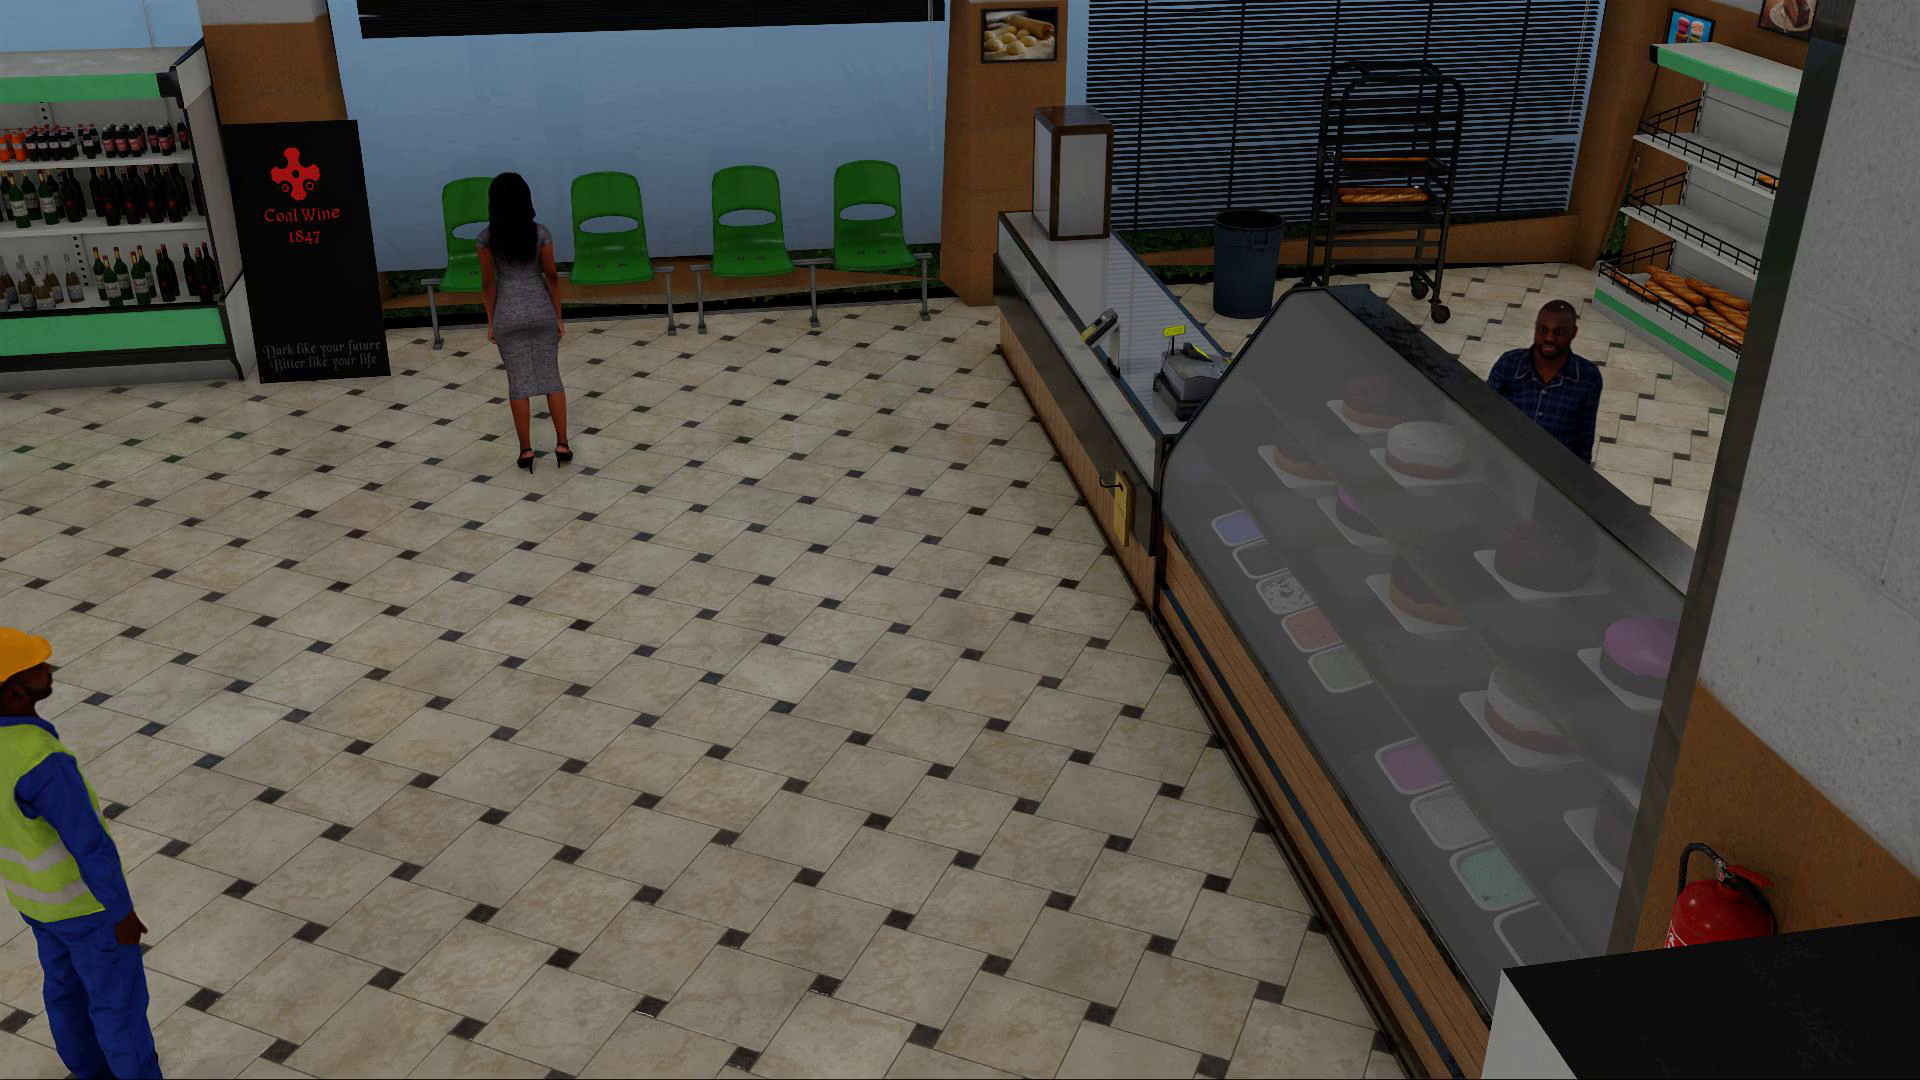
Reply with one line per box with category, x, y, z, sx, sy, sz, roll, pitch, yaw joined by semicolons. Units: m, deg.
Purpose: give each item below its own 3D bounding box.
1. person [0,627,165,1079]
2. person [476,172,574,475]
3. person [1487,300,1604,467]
person;-2.714;1.056;5.059;0.744;1.813;0.812;16;31;29
person;-2.516;-1.247;9.636;0.504;1.781;0.681;-9;28;-17
person;2.584;-0.227;7.577;0.715;1.823;0.822;10;29;20
